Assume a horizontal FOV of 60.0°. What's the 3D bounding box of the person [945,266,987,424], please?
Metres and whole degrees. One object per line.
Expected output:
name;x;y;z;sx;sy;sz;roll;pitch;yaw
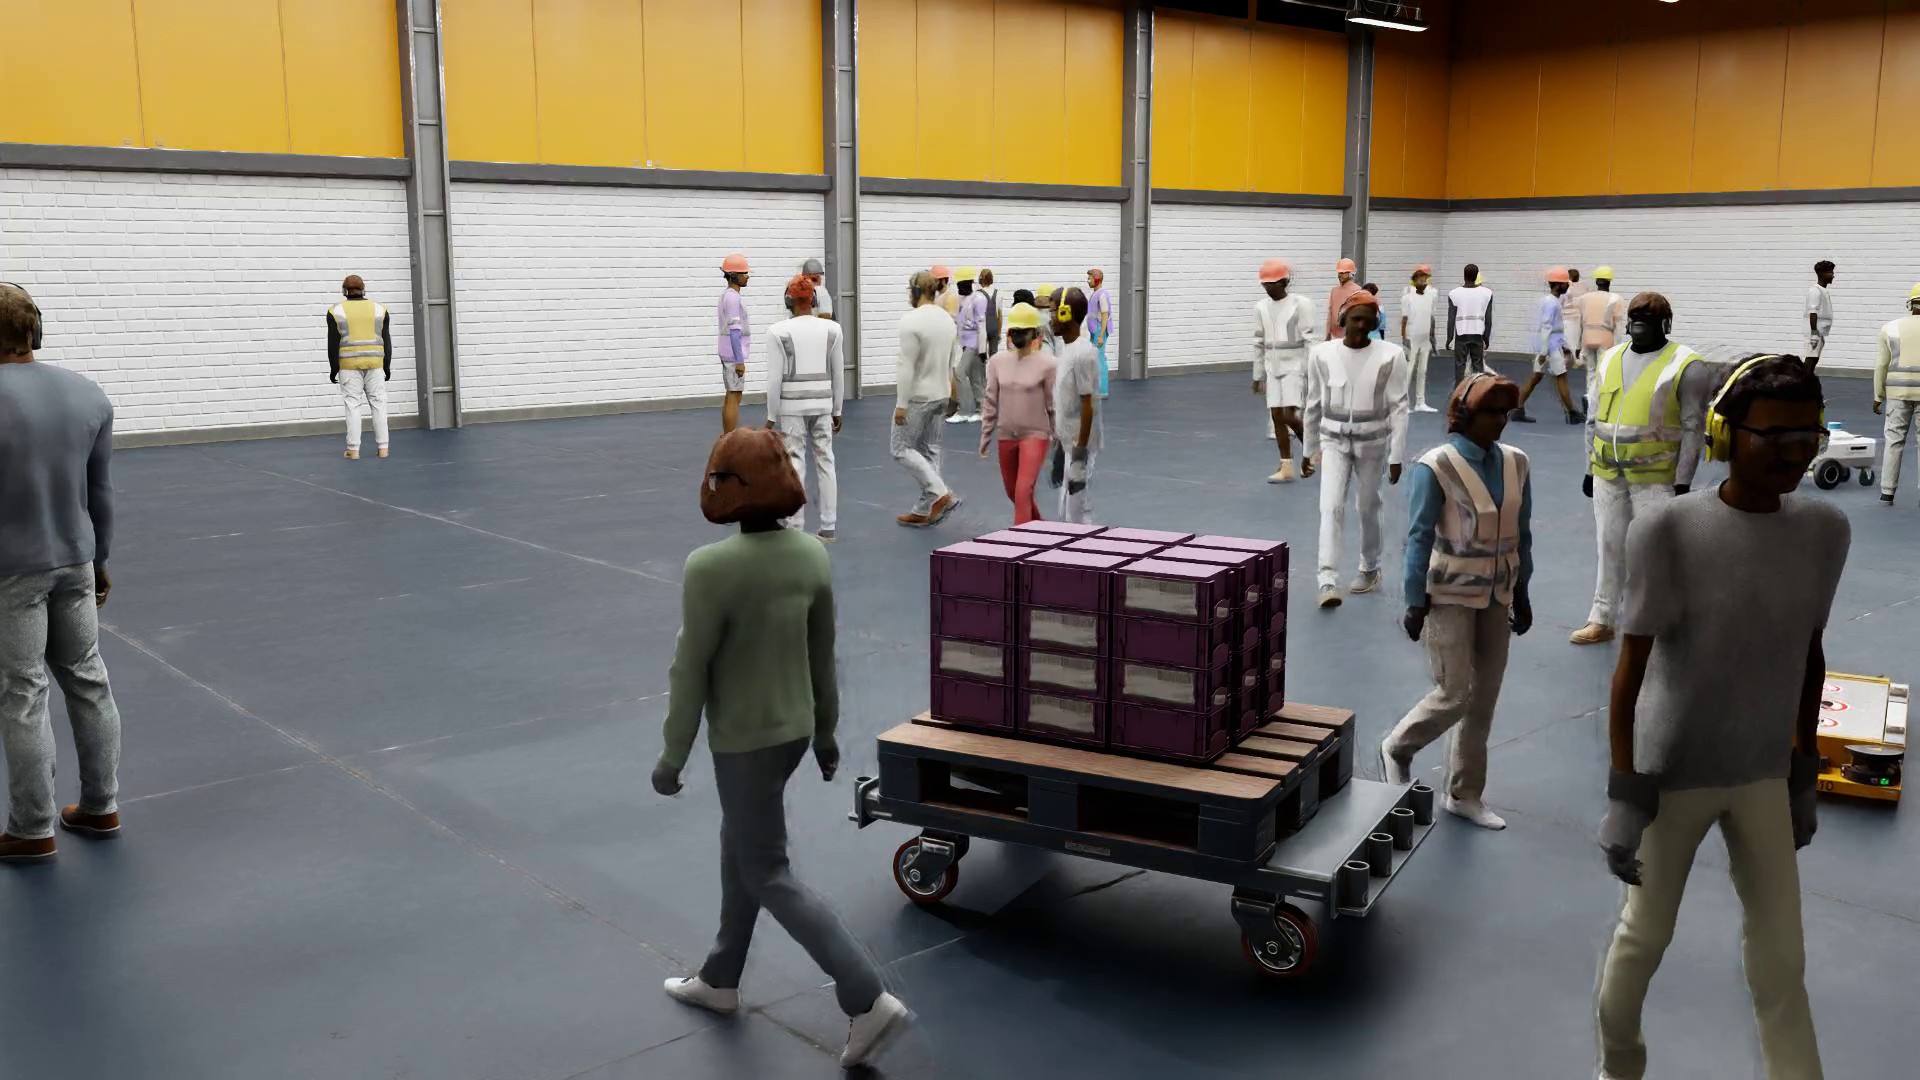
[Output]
person;0.030;-2.356;20.158;0.770;1.899;0.614;-4;10;-20

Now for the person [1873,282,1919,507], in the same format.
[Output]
person;7.720;-1.178;13.446;0.601;1.830;0.403;6;11;31

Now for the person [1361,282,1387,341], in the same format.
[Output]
person;5.353;-2.553;21.954;0.539;1.678;0.426;1;10;8

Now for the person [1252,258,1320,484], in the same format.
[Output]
person;2.880;-1.495;14.795;0.583;2.002;0.666;-8;13;-40

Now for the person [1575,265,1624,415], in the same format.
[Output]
person;7.899;-2.447;20.652;0.596;1.911;0.716;9;14;44

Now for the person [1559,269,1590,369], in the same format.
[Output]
person;11.013;-3.977;29.945;0.639;1.803;0.952;-3;10;-17

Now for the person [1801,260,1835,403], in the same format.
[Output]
person;11.719;-2.833;22.742;0.369;1.967;0.601;7;12;35

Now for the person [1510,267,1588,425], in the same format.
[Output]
person;7.154;-2.327;20.030;0.985;1.886;0.552;3;10;16

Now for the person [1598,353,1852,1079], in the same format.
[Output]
person;1.614;0.531;3.498;0.577;1.826;0.869;-1;10;-5

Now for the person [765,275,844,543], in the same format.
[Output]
person;-1.087;-0.899;11.651;0.574;1.887;0.355;-5;11;-26

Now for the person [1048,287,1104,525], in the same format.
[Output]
person;0.658;-0.485;9.378;0.369;1.855;0.594;0;10;-1

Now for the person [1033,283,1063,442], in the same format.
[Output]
person;0.923;-1.942;18.215;0.480;1.733;0.339;7;12;34

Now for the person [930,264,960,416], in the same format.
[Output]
person;-0.187;-2.509;21.003;0.476;1.914;0.579;-4;10;-20

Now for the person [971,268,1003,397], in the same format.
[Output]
person;0.375;-2.961;23.851;0.507;1.846;0.345;-5;11;-28

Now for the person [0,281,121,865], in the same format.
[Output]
person;-3.115;0.115;5.567;0.372;1.940;0.632;4;11;24

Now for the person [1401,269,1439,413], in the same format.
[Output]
person;5.974;-2.557;21.510;0.613;1.852;0.347;-3;10;-17

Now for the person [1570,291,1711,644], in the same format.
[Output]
person;3.456;-0.340;8.505;0.429;1.846;0.631;-7;12;-35

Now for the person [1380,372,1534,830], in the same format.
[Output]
person;1.786;0.213;5.909;0.525;1.622;0.417;-5;11;-29

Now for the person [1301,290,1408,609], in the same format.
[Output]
person;2.284;-0.531;9.675;0.625;1.831;1.012;4;10;20

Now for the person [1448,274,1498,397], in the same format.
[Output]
person;7.398;-2.925;23.752;0.679;1.812;0.598;4;11;23

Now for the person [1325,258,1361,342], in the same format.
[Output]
person;5.185;-2.800;22.482;0.408;1.993;0.618;-5;11;-26

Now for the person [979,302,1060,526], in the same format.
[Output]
person;0.431;-0.681;10.832;0.530;1.739;0.841;5;11;29

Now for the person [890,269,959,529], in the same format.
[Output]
person;-0.244;-1.019;12.234;0.509;1.928;0.649;6;12;33

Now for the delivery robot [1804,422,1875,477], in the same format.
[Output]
delivery robot;7.690;-0.794;14.660;0.707;0.478;0.477;-3;10;-17

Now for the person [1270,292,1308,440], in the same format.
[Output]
person;3.698;-1.902;18.313;0.636;1.620;0.520;-1;10;-8

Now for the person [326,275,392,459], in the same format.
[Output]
person;-6.010;-1.728;16.658;0.621;1.839;0.429;-6;11;-32

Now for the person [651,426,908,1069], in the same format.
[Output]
person;-0.462;0.513;4.223;0.795;1.603;0.502;6;11;30

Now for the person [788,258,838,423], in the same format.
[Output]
person;-1.816;-2.375;19.845;0.792;2.000;0.694;-7;12;-36

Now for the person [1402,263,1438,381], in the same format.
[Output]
person;7.330;-3.465;26.626;0.552;1.915;0.846;5;11;25

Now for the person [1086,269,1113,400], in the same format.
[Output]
person;1.959;-2.885;23.411;0.372;1.840;0.570;-1;10;-7

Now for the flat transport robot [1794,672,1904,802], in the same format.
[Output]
flat transport robot;3.484;0.739;6.784;0.652;0.197;1.431;6;11;30

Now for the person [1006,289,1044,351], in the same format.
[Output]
person;0.633;-1.644;16.571;0.319;1.697;0.532;7;12;35

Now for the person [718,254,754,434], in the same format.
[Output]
person;-2.247;-1.850;16.760;0.377;2.045;0.605;-3;10;-14

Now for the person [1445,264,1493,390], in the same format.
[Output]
person;6.791;-2.716;22.198;0.587;1.920;0.394;1;10;4
